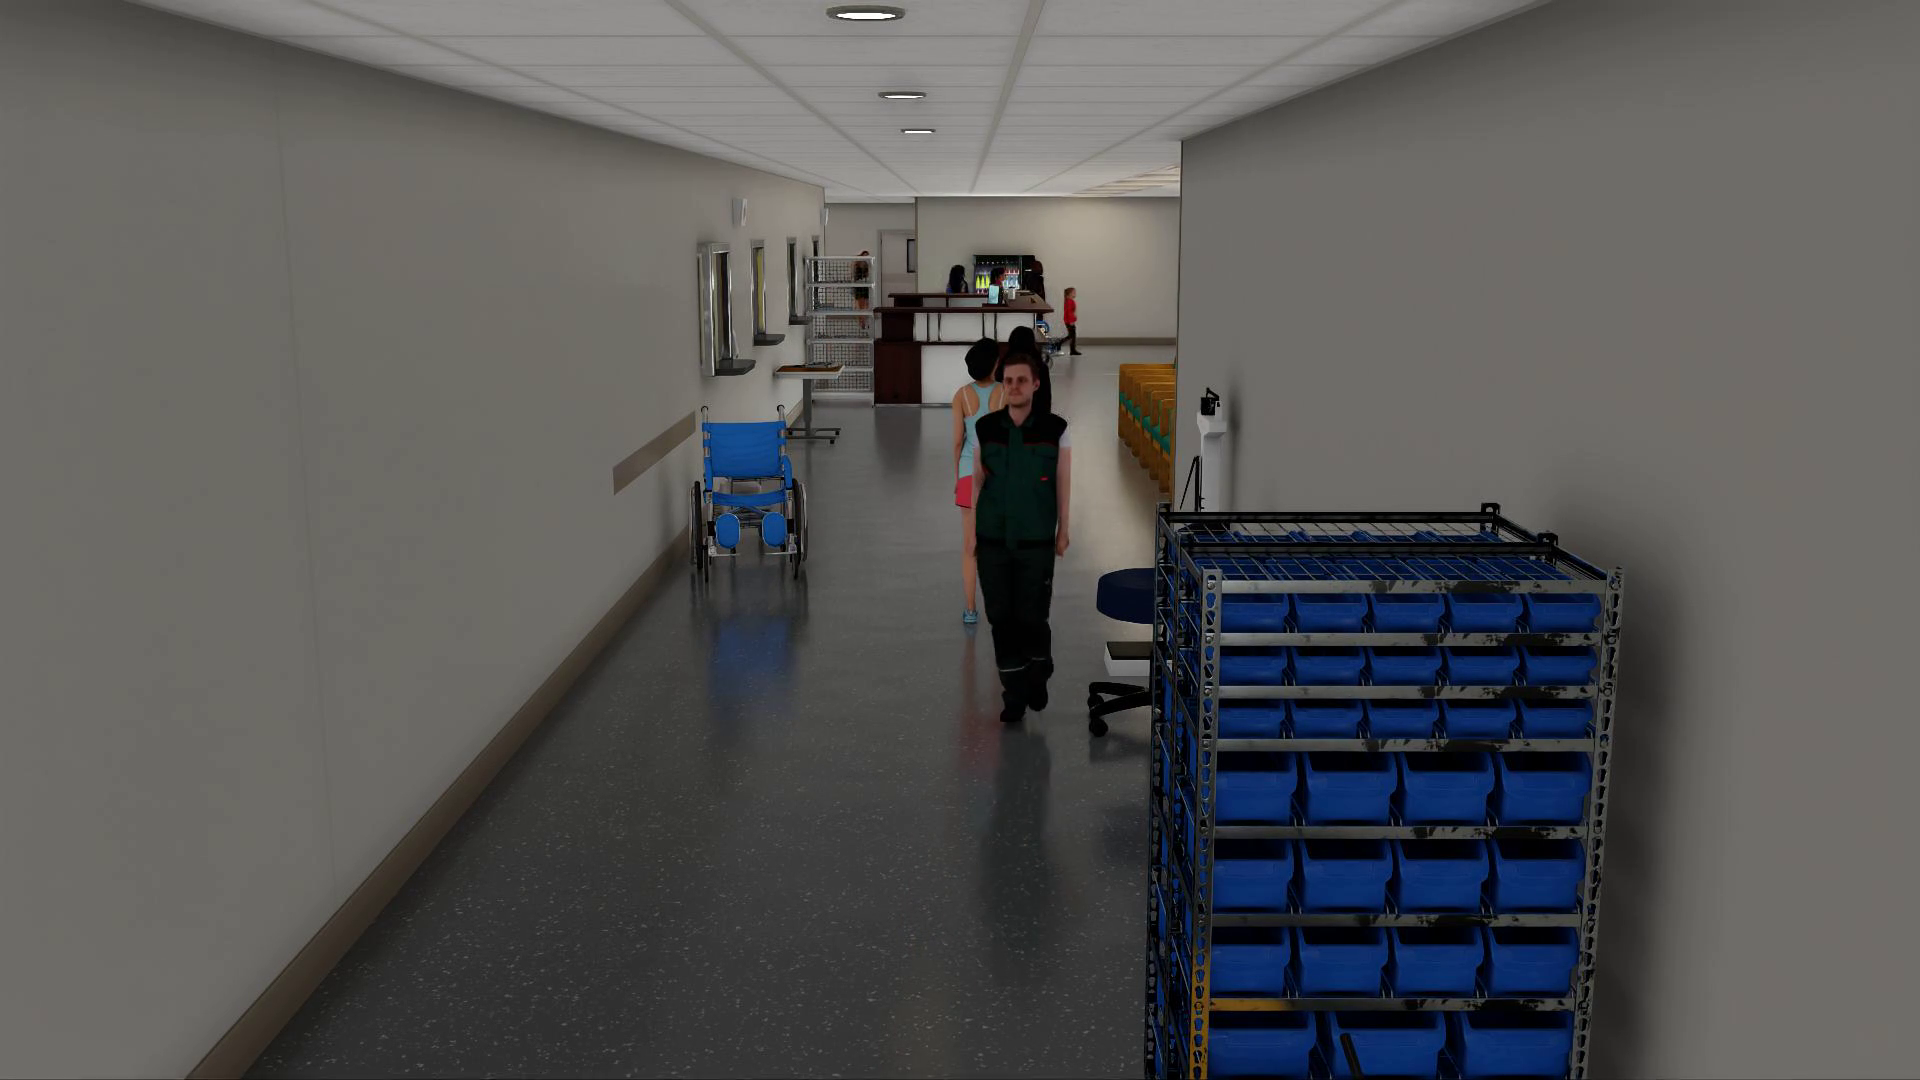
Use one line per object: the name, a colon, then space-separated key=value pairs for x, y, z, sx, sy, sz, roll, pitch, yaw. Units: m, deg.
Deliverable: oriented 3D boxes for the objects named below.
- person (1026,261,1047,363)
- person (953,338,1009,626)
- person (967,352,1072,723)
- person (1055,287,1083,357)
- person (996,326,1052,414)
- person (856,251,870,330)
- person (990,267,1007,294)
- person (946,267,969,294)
person: x=1.298 y=-3.980 z=29.151 sx=0.616 sy=1.818 sz=0.699 roll=1 pitch=11 yaw=6
person: x=0.165 y=-0.360 z=10.216 sx=0.576 sy=1.766 sz=0.684 roll=2 pitch=11 yaw=11
person: x=0.294 y=-0.015 z=8.216 sx=0.704 sy=1.833 sz=0.784 roll=2 pitch=11 yaw=13
person: x=2.029 y=-4.083 z=31.153 sx=0.786 sy=1.273 sz=0.607 roll=3 pitch=11 yaw=14
person: x=0.521 y=-0.961 z=13.792 sx=0.692 sy=1.612 sz=0.799 roll=4 pitch=12 yaw=22
person: x=-2.235 y=-5.734 z=38.446 sx=1.040 sy=1.797 sz=0.740 roll=-2 pitch=11 yaw=-9
person: x=0.577 y=-4.010 z=29.673 sx=0.693 sy=1.682 sz=0.672 roll=-2 pitch=11 yaw=-9
person: x=-0.006 y=-3.985 z=29.513 sx=0.907 sy=1.692 sz=0.924 roll=-5 pitch=12 yaw=-26
